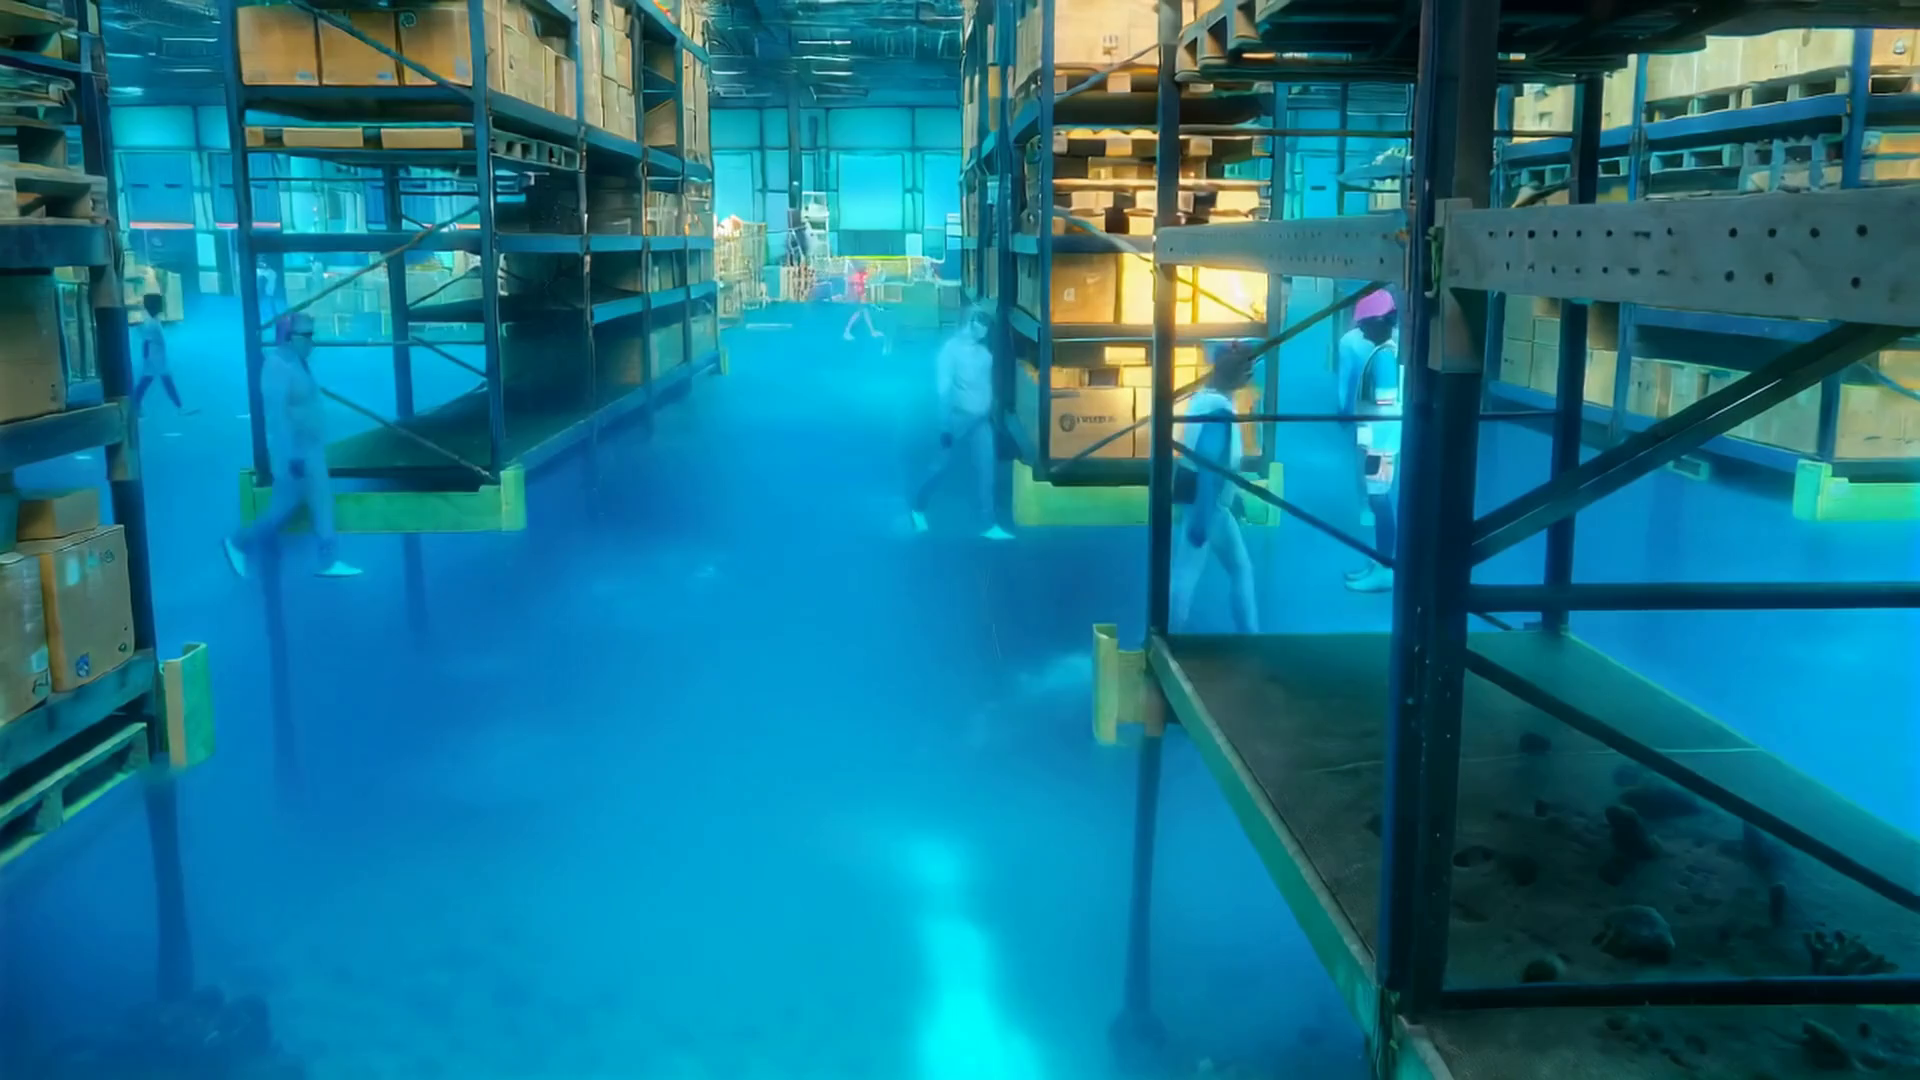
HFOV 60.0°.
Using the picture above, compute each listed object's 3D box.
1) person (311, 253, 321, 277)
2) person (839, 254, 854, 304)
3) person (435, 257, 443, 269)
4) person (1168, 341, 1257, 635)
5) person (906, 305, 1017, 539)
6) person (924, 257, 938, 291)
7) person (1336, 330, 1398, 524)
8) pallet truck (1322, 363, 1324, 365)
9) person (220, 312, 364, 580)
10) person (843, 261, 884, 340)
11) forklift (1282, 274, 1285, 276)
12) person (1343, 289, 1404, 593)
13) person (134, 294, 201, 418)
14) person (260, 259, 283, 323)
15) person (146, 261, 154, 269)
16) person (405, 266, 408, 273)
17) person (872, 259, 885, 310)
[{"bbox_3d":[-26.073,-10.691,67.334,0.382,1.924,0.594,1,10,7],"label":"person"},{"bbox_3d":[-4.311,-9.898,63.103,0.580,1.866,0.464,10,14,43],"label":"person"},{"bbox_3d":[-20.069,-10.050,64.292,0.748,1.741,0.537,-1,10,-5],"label":"person"},{"bbox_3d":[1.471,-0.174,9.070,0.842,1.805,0.579,0,10,-1],"label":"person"},{"bbox_3d":[-0.019,-0.947,13.283,0.998,1.856,0.650,8,13,39],"label":"person"},{"bbox_3d":[-0.970,-8.373,54.651,0.515,1.844,0.329,8,13,38],"label":"person"},{"bbox_3d":[3.507,-1.093,14.038,0.653,1.881,1.054,2,10,9],"label":"person"},{"bbox_3d":[7.712,-4.157,30.737,1.885,1.965,0.823,3,11,16],"label":"pallet truck"},{"bbox_3d":[-4.647,-0.634,11.450,0.817,1.873,0.634,-1,10,-5],"label":"person"},{"bbox_3d":[-2.353,-5.742,39.873,1.018,1.883,0.565,-1,10,-6],"label":"person"},{"bbox_3d":[12.242,-10.301,62.508,1.129,2.768,1.873,0,10,-2],"label":"forklift"},{"bbox_3d":[2.778,-0.658,11.148,0.387,2.034,0.605,3,10,14],"label":"person"},{"bbox_3d":[-10.657,-2.435,22.100,0.902,1.640,0.536,-3,11,-18],"label":"person"},{"bbox_3d":[-19.845,-7.178,48.054,1.003,1.815,0.540,5,11,25],"label":"person"},{"bbox_3d":[-28.520,-8.978,58.533,0.845,1.660,0.534,-5,11,-26],"label":"person"},{"bbox_3d":[-17.285,-7.752,51.273,0.839,1.811,0.662,-4,11,-20],"label":"person"},{"bbox_3d":[-2.843,-8.839,57.532,0.486,1.744,0.296,4,11,23],"label":"person"}]
